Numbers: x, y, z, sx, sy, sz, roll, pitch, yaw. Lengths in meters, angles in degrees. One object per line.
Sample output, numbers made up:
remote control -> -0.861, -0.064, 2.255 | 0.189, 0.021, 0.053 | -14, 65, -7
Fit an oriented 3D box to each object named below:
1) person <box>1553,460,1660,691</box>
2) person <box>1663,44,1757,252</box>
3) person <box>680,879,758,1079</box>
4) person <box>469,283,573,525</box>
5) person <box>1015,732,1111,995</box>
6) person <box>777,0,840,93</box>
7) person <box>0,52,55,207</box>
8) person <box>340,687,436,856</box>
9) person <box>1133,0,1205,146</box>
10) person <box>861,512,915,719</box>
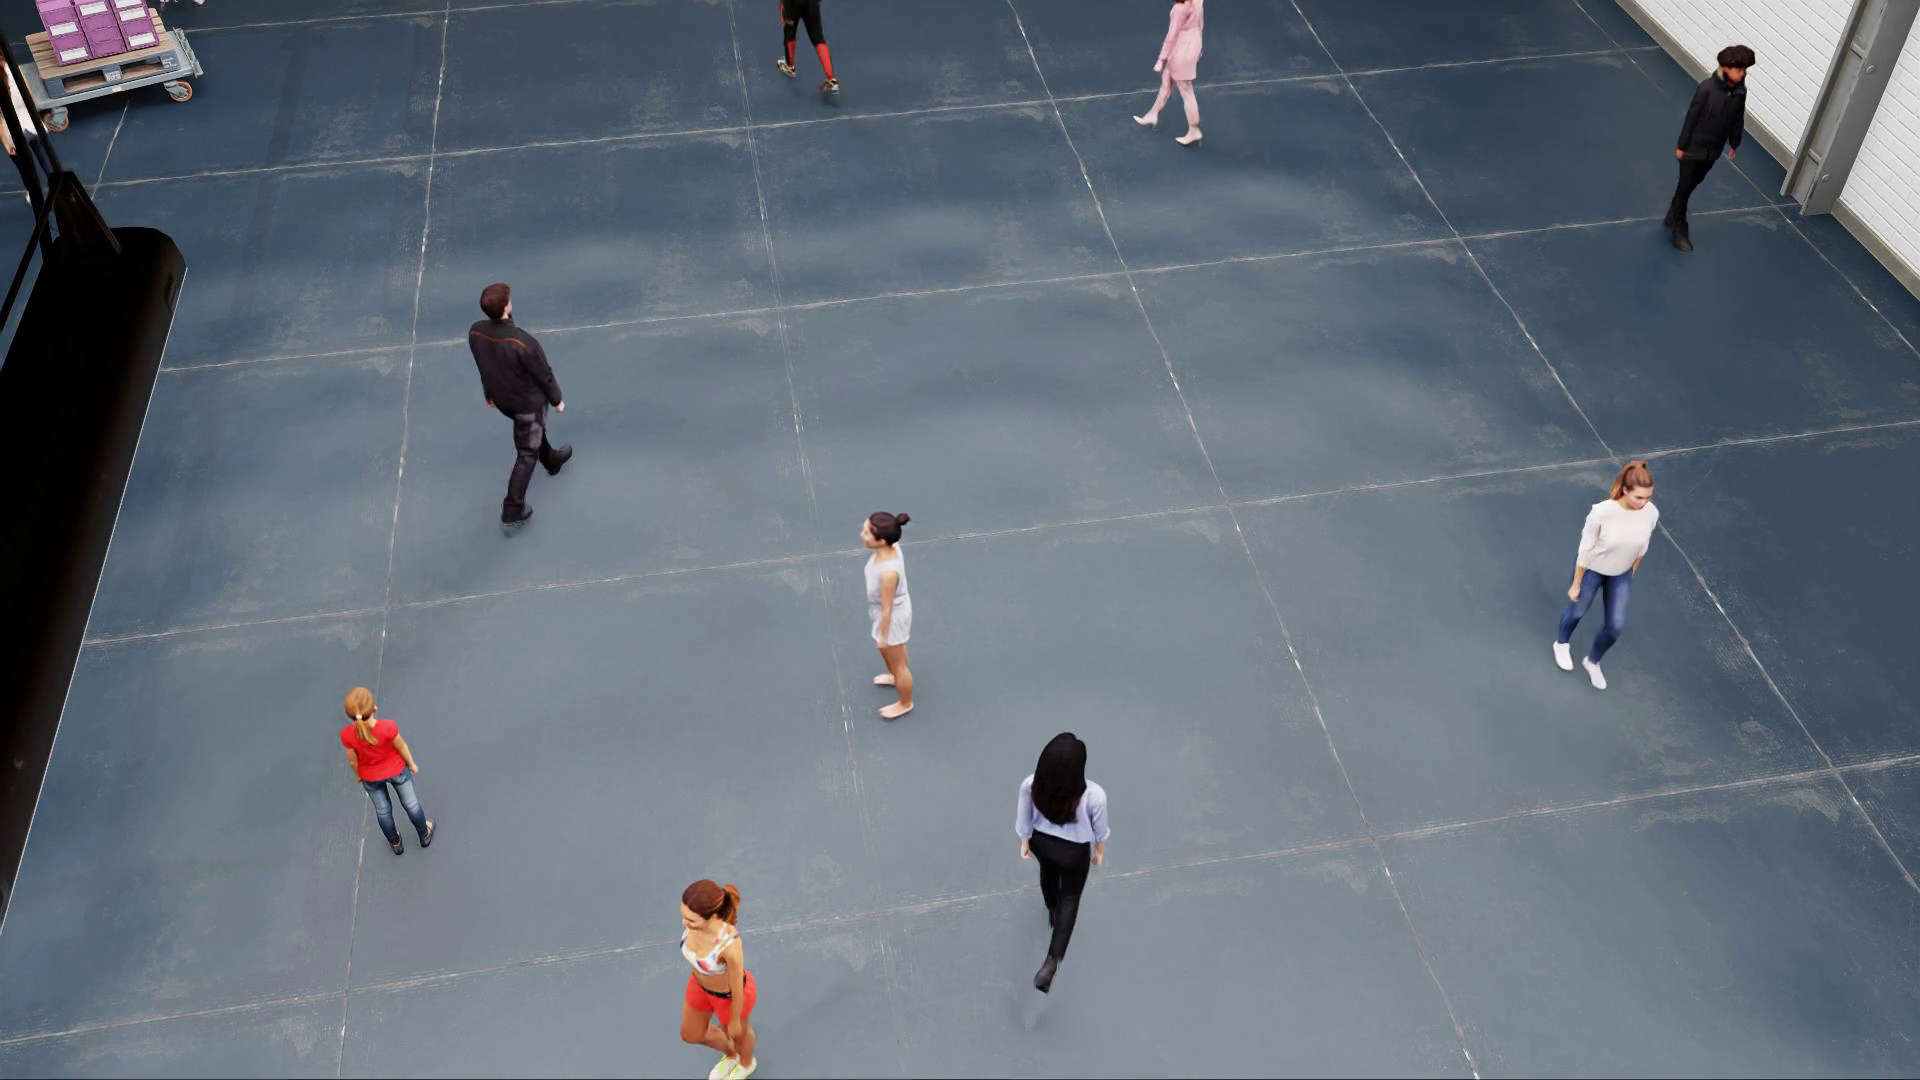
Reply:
person -> 3.991, 0.146, 10.423 | 0.673, 1.708, 0.726 | 1, 44, 1
person -> 6.275, -3.410, 14.118 | 0.671, 1.761, 0.822 | -9, 44, -9
person -> -1.117, 2.173, 8.241 | 0.702, 1.784, 0.780 | 34, 53, 31
person -> -3.086, -0.915, 11.471 | 1.152, 1.799, 1.296 | 19, 47, 18
person -> 0.502, 1.705, 8.778 | 0.919, 1.722, 1.131 | 10, 45, 11
person -> -1.458, -5.112, 15.900 | 1.010, 1.768, 1.289 | -27, 50, -25
person -> -7.883, -3.404, 14.129 | 1.169, 1.738, 1.000 | 34, 53, 30
person -> -3.286, 1.321, 9.479 | 0.507, 1.309, 0.500 | -11, 45, -11
person -> 2.115, -4.377, 15.125 | 1.040, 1.773, 1.018 | 21, 47, 20
person -> -0.425, 0.437, 10.190 | 0.602, 1.610, 0.429 | -6, 44, -6
